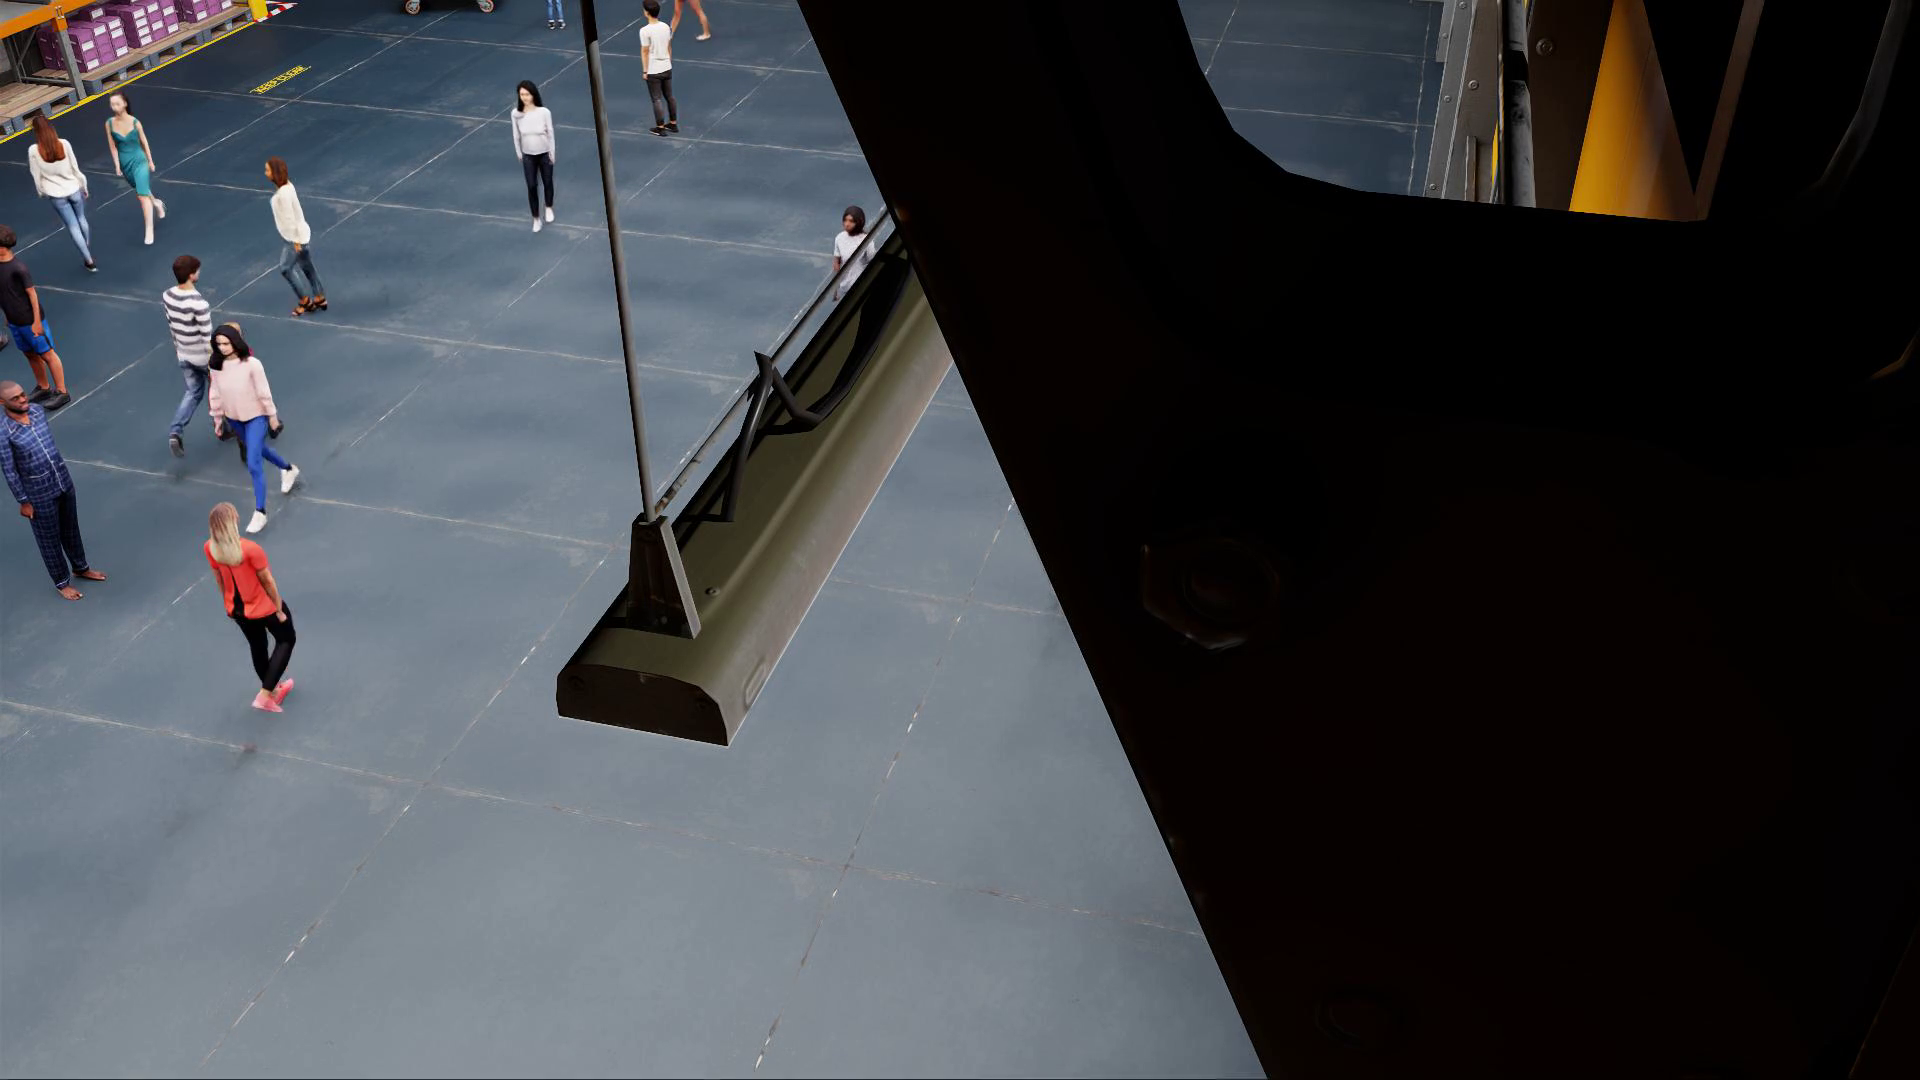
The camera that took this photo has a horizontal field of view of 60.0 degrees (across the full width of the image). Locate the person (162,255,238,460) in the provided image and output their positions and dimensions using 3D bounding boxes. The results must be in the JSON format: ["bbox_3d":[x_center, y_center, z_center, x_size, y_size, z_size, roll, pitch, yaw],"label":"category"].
[{"bbox_3d":[-6.674,-1.545,14.435,0.791,1.814,1.089,14,36,20],"label":"person"}]

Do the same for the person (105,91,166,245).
[{"bbox_3d":[-9.184,-4.187,18.561,0.758,1.648,1.099,-3,34,-4],"label":"person"}]

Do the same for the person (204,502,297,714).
[{"bbox_3d":[-4.899,0.522,11.441,0.617,1.686,0.772,7,34,11],"label":"person"}]

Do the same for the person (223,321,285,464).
[{"bbox_3d":[-6.292,-1.283,14.548,0.636,1.254,0.943,1,34,2],"label":"person"}]

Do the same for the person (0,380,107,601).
[{"bbox_3d":[-7.010,-0.411,12.720,0.725,1.825,0.542,10,35,14],"label":"person"}]

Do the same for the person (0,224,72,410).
[{"bbox_3d":[-8.562,-2.064,15.235,0.647,1.794,0.622,16,37,22],"label":"person"}]

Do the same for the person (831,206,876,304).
[{"bbox_3d":[-0.943,-2.364,15.792,0.859,1.677,1.219,20,38,27],"label":"person"}]

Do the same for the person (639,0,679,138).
[{"bbox_3d":[-3.868,-6.058,21.312,0.744,1.718,0.605,24,40,31],"label":"person"}]

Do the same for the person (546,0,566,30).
[{"bbox_3d":[-6.211,-8.413,25.304,0.577,1.221,0.576,-4,34,-6],"label":"person"}]

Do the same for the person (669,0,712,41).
[{"bbox_3d":[-3.946,-8.171,24.617,1.045,1.578,1.017,-16,37,-22],"label":"person"}]

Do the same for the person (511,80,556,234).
[{"bbox_3d":[-4.775,-4.400,18.857,0.818,1.675,0.973,-5,34,-8],"label":"person"}]

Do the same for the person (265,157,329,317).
[{"bbox_3d":[-6.665,-3.088,16.889,0.818,1.669,0.725,-10,35,-15],"label":"person"}]

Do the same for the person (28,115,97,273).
[{"bbox_3d":[-9.538,-3.660,17.761,1.056,1.656,1.069,-23,40,-30],"label":"person"}]

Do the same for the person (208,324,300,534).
[{"bbox_3d":[-5.823,-1.018,13.718,0.647,1.731,1.134,8,34,11],"label":"person"}]
